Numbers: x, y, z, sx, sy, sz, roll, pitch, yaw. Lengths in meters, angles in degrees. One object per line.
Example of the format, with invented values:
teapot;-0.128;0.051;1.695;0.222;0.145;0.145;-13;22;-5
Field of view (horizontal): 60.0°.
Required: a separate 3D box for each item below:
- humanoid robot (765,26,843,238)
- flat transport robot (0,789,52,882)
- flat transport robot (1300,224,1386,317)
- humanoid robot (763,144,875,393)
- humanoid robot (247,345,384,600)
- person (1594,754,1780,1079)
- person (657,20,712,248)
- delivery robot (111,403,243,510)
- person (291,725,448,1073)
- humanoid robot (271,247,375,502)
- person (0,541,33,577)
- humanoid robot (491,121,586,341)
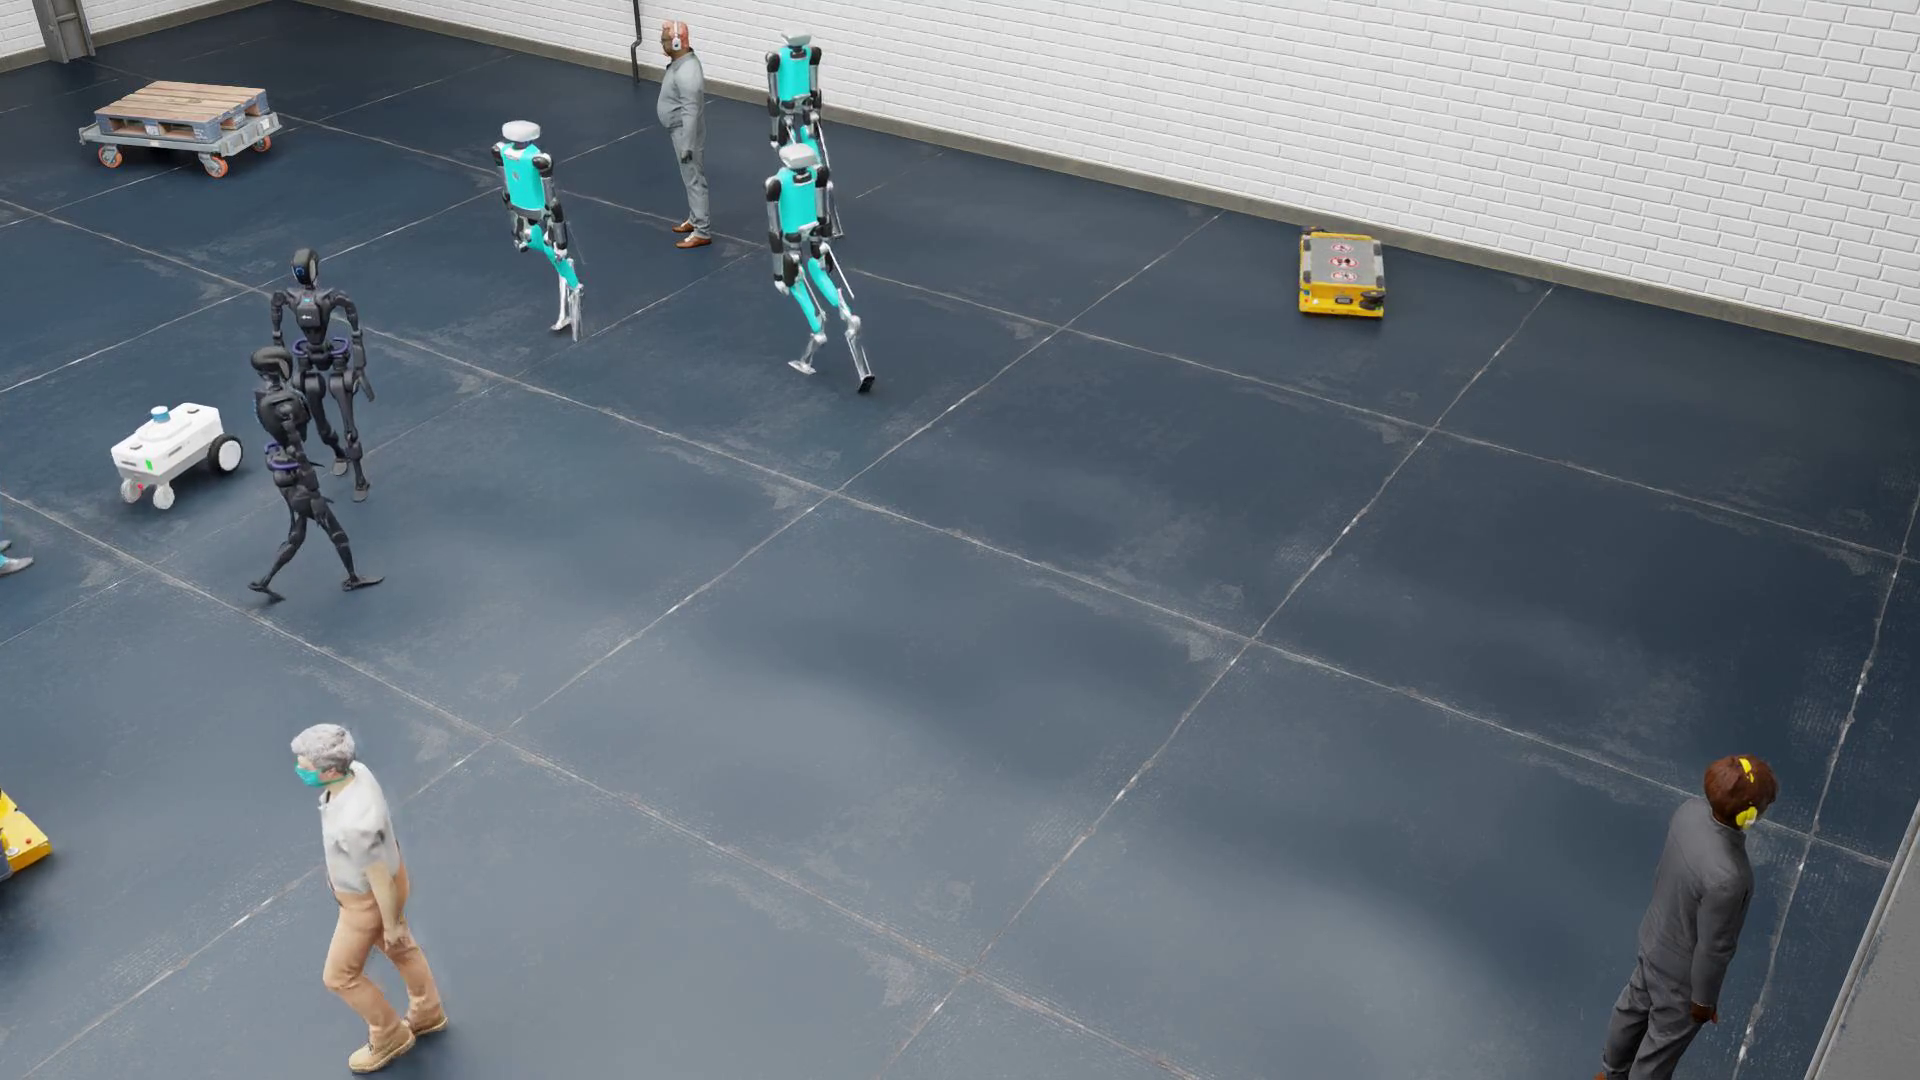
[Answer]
humanoid robot;-1.279;-3.409;14.291;0.549;1.897;0.716;-23;39;-32
flat transport robot;-5.109;1.613;7.746;0.659;0.231;1.431;26;41;34
flat transport robot;3.143;-2.223;13.716;0.659;0.231;1.431;5;33;8
humanoid robot;-0.924;-1.857;11.812;0.540;1.783;0.923;-26;41;-35
humanoid robot;-3.851;-0.357;9.563;0.751;1.652;0.598;-18;37;-25
person;2.763;1.572;6.325;0.356;1.877;0.492;1;33;1
person;-2.336;-3.434;14.086;0.411;1.907;0.641;-6;33;-10
delivery robot;-5.170;-0.595;10.934;0.499;0.612;0.814;11;34;17
person;-2.444;1.425;6.690;0.547;1.729;0.481;-10;34;-15
humanoid robot;-4.080;-1.085;10.657;0.600;1.640;0.605;-3;33;-5
person;-5.967;-0.598;9.742;0.572;1.837;0.397;28;42;36
humanoid robot;-3.047;-2.309;12.581;0.537;1.878;0.730;17;37;25
